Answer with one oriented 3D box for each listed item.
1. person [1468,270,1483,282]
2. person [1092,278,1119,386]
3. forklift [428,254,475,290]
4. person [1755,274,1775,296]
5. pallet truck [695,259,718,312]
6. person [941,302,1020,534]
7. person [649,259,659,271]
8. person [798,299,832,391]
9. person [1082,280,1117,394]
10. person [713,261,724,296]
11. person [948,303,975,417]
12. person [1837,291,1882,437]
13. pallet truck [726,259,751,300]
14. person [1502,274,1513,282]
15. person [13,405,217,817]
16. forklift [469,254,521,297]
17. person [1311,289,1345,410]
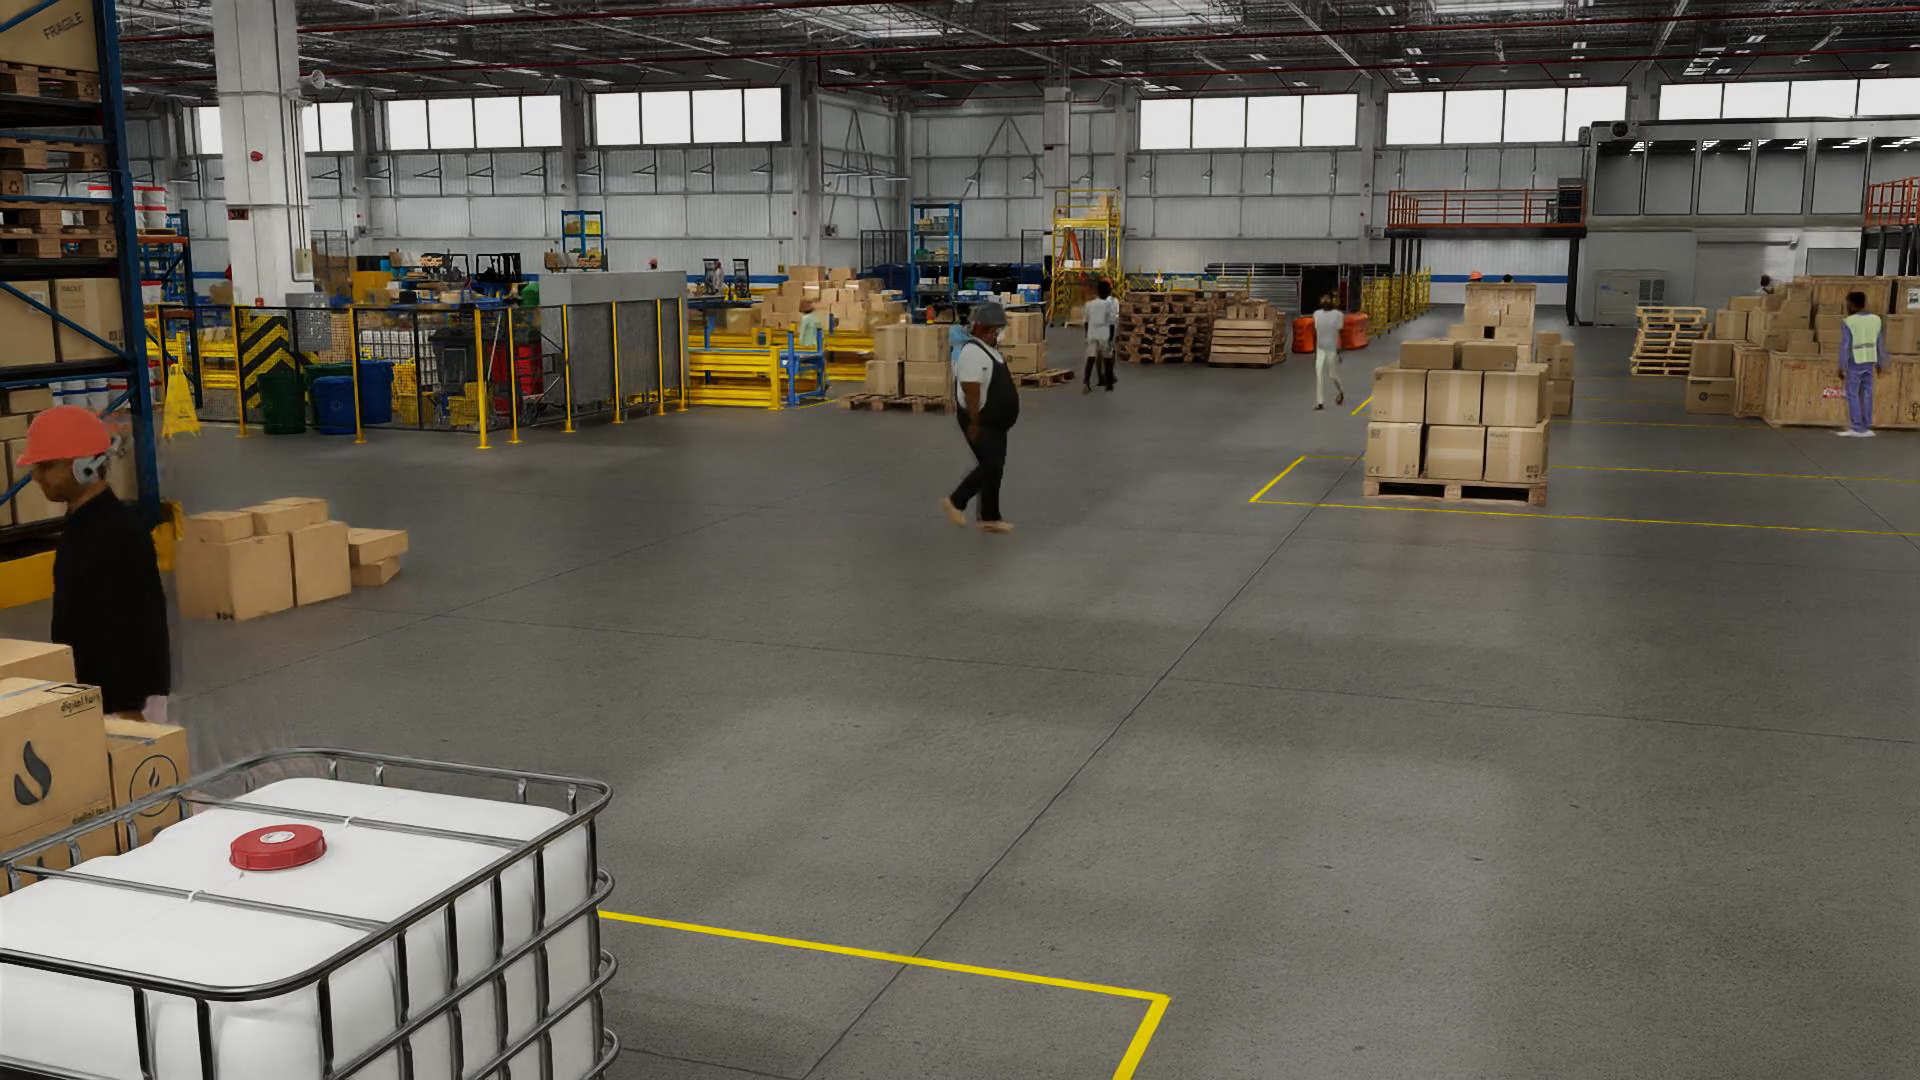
[{"bbox_3d":[11.503,-5.043,37.131,0.373,1.934,0.551,4,11,21],"label":"person"},{"bbox_3d":[2.621,-3.727,29.782,0.578,1.908,0.808,4,11,21],"label":"person"},{"bbox_3d":[-20.133,-10.254,65.465,1.157,1.987,2.680,3,11,19],"label":"forklift"},{"bbox_3d":[18.193,-5.094,37.696,0.537,1.835,0.400,-2,10,-12],"label":"person"},{"bbox_3d":[-9.165,-9.627,62.776,0.823,1.965,1.885,4,11,23],"label":"pallet truck"},{"bbox_3d":[0.228,-1.044,14.317,0.583,2.000,0.694,4,11,19],"label":"person"},{"bbox_3d":[-10.551,-8.610,56.991,0.821,2.021,0.619,-4,11,-20],"label":"person"},{"bbox_3d":[-2.563,-3.318,28.376,0.852,1.595,0.507,3,10,16],"label":"person"},{"bbox_3d":[2.338,-3.421,28.060,0.599,1.920,0.996,4,11,22],"label":"person"},{"bbox_3d":[-8.777,-9.159,60.398,0.407,1.904,0.655,1,10,5],"label":"person"},{"bbox_3d":[0.100,-2.645,24.407,0.519,1.670,0.765,1,10,8],"label":"person"},{"bbox_3d":[11.783,-2.292,21.764,0.666,1.898,0.414,-3,11,-18],"label":"person"},{"bbox_3d":[-7.986,-9.493,62.019,0.823,1.965,1.885,3,11,17],"label":"pallet truck"},{"bbox_3d":[11.989,-4.897,36.519,0.508,1.865,0.329,-1,10,-4],"label":"person"},{"bbox_3d":[-2.872,0.496,5.839,0.816,1.971,0.626,-10,14,-44],"label":"person"},{"bbox_3d":[-17.990,-10.121,64.684,1.157,1.987,2.680,3,11,17],"label":"forklift"},{"bbox_3d":[5.626,-2.904,25.351,0.525,1.851,0.681,7,12,35],"label":"person"}]
